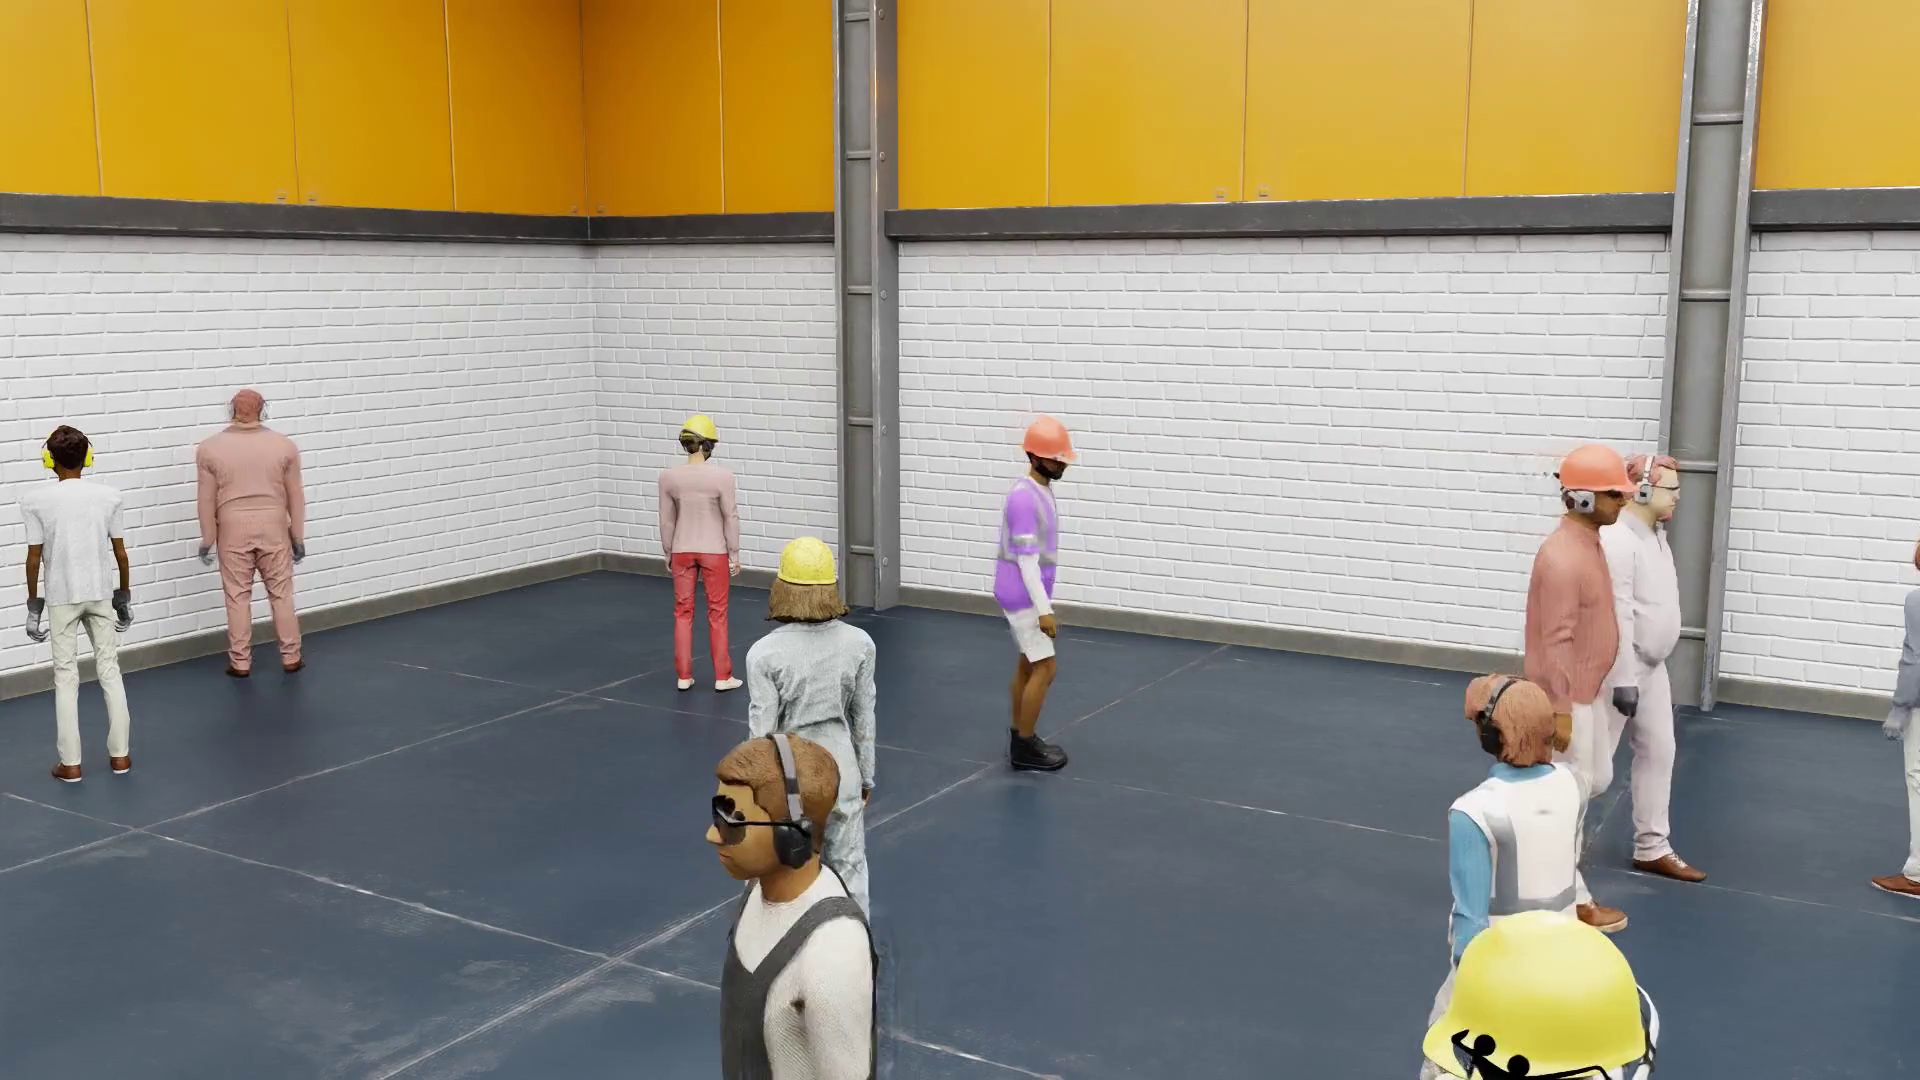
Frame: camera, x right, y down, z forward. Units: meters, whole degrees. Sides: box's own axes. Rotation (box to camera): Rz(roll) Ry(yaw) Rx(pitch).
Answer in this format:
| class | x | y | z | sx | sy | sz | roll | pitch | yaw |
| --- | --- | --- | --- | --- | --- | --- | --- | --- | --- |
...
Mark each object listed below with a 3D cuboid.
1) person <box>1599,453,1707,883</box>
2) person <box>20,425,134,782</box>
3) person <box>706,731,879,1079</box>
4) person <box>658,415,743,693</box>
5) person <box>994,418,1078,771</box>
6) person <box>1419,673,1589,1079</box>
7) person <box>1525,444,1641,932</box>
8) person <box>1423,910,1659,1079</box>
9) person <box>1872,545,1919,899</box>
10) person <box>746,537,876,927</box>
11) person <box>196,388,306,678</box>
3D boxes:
| class | x | y | z | sx | sy | sz | roll | pitch | yaw |
| --- | --- | --- | --- | --- | --- | --- | --- | --- | --- |
| person | 2.871 | 0.542 | 7.374 | 0.852 | 1.874 | 0.647 | 8 | 12 | 42 |
| person | -4.621 | 0.333 | 8.717 | 0.517 | 1.861 | 0.316 | -9 | 13 | -43 |
| person | -0.254 | 1.233 | 3.246 | 0.867 | 1.815 | 0.514 | -3 | 9 | -16 |
| person | -1.636 | 0.092 | 10.528 | 0.523 | 1.760 | 0.327 | 2 | 9 | 11 |
| person | 0.411 | 0.303 | 8.793 | 0.448 | 1.907 | 0.549 | 2 | 9 | 14 |
| person | 1.495 | 1.146 | 4.465 | 0.506 | 1.596 | 0.878 | -4 | 10 | -25 |
| person | 2.423 | 0.590 | 6.727 | 0.565 | 1.981 | 0.634 | 5 | 10 | 27 |
| person | 0.773 | 1.377 | 2.284 | 0.404 | 1.827 | 0.600 | -4 | 10 | -25 |
| person | 4.151 | 0.717 | 7.048 | 0.517 | 1.626 | 0.298 | -4 | 10 | -22 |
| person | -0.526 | 0.852 | 5.828 | 0.492 | 1.743 | 0.295 | -5 | 11 | -31 |
| person | -4.661 | -0.044 | 10.955 | 0.690 | 1.898 | 0.401 | -5 | 10 | -27 |
